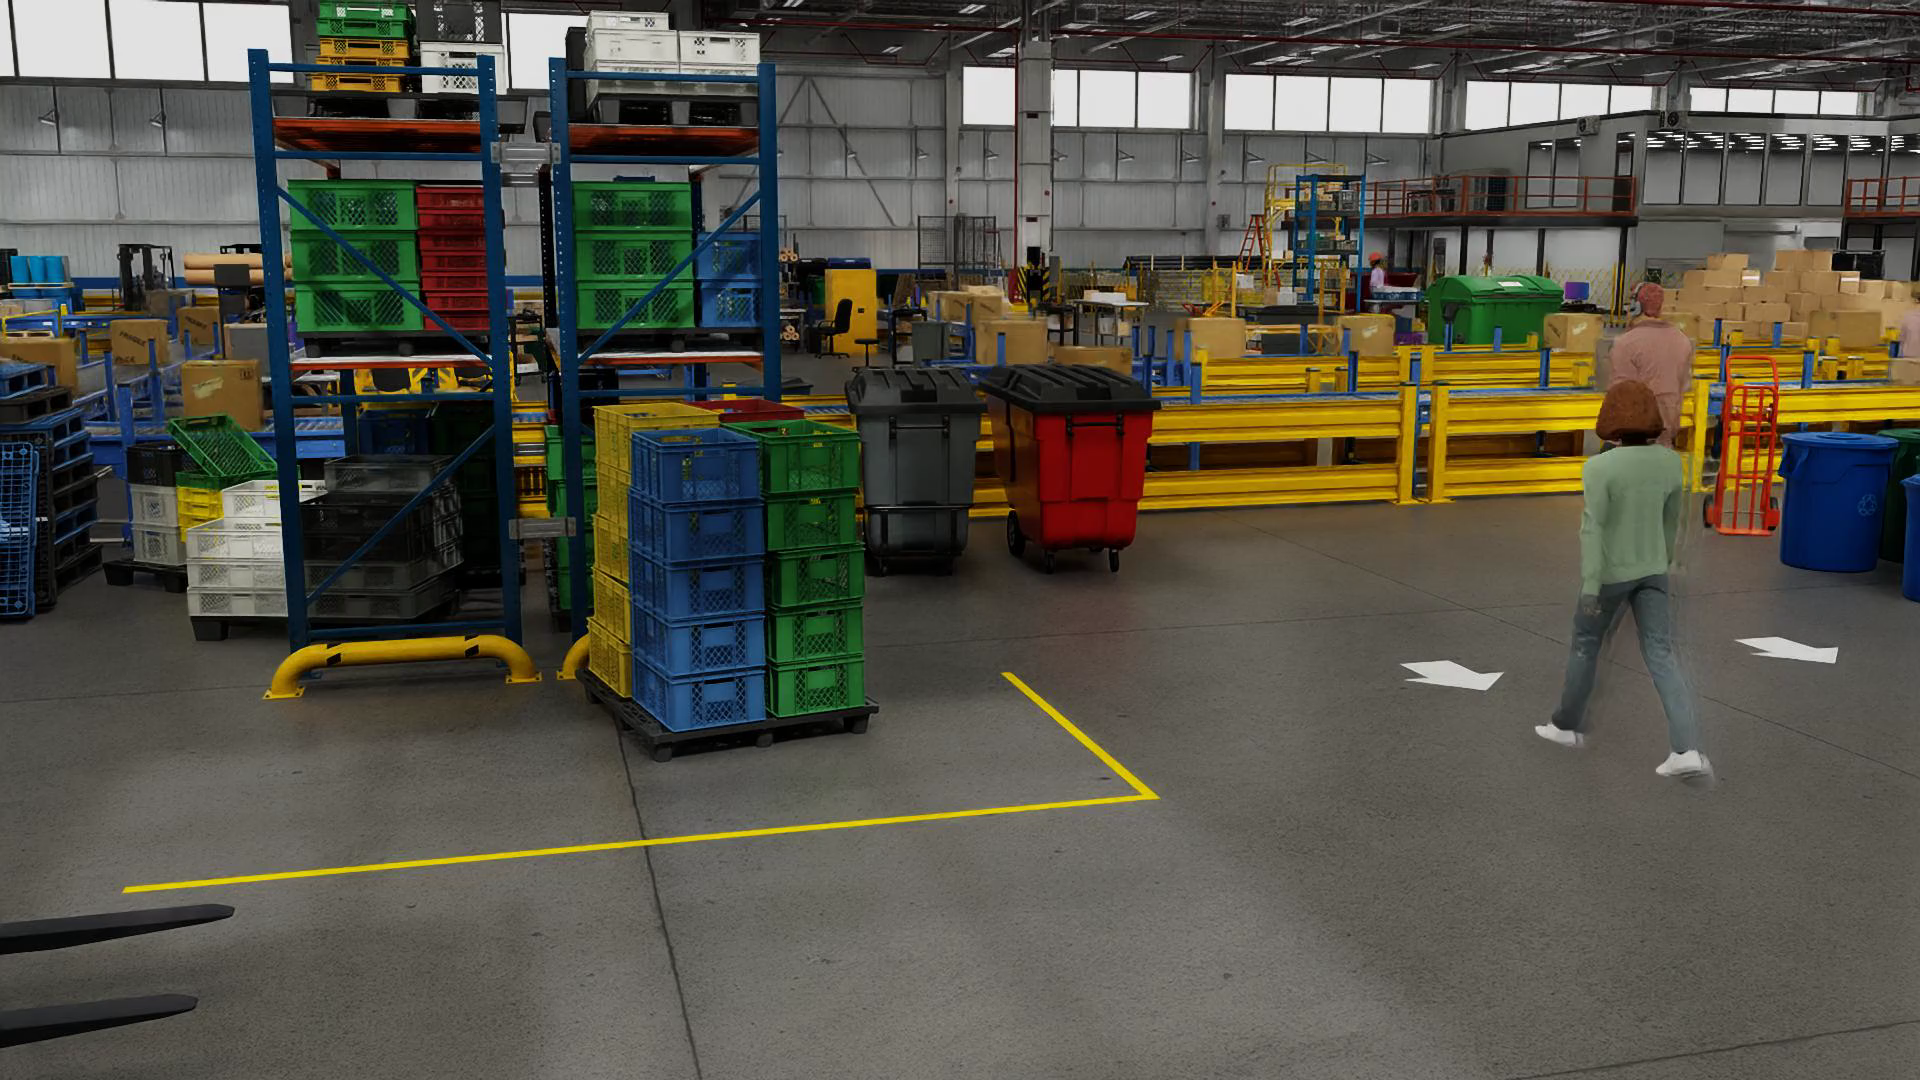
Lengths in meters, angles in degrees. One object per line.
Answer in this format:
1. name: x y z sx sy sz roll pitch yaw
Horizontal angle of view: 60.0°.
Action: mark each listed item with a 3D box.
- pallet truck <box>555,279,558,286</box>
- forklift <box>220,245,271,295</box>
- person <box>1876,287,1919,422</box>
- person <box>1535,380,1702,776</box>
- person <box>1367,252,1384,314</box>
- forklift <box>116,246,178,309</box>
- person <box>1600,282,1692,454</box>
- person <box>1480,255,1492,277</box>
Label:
1. pallet truck: -10.604 -6.375 44.520 0.653 1.274 1.630 -3 10 -15
2. forklift: -17.749 -6.334 41.440 1.157 1.987 2.680 -3 10 -17
3. person: 10.892 -2.062 18.966 0.918 1.730 0.538 -1 10 -7
4. person: 2.740 0.149 6.785 0.514 1.596 0.869 -3 10 -15
5. person: 9.351 -5.382 36.928 0.847 2.017 0.612 4 11 23
6. forklift: -19.966 -6.232 40.894 1.157 1.987 2.680 -3 10 -15
7. person: 4.296 -0.676 10.546 0.652 1.904 0.403 -6 12 -30
8. person: 16.713 -8.159 53.045 0.584 1.865 0.741 -10 14 -44
